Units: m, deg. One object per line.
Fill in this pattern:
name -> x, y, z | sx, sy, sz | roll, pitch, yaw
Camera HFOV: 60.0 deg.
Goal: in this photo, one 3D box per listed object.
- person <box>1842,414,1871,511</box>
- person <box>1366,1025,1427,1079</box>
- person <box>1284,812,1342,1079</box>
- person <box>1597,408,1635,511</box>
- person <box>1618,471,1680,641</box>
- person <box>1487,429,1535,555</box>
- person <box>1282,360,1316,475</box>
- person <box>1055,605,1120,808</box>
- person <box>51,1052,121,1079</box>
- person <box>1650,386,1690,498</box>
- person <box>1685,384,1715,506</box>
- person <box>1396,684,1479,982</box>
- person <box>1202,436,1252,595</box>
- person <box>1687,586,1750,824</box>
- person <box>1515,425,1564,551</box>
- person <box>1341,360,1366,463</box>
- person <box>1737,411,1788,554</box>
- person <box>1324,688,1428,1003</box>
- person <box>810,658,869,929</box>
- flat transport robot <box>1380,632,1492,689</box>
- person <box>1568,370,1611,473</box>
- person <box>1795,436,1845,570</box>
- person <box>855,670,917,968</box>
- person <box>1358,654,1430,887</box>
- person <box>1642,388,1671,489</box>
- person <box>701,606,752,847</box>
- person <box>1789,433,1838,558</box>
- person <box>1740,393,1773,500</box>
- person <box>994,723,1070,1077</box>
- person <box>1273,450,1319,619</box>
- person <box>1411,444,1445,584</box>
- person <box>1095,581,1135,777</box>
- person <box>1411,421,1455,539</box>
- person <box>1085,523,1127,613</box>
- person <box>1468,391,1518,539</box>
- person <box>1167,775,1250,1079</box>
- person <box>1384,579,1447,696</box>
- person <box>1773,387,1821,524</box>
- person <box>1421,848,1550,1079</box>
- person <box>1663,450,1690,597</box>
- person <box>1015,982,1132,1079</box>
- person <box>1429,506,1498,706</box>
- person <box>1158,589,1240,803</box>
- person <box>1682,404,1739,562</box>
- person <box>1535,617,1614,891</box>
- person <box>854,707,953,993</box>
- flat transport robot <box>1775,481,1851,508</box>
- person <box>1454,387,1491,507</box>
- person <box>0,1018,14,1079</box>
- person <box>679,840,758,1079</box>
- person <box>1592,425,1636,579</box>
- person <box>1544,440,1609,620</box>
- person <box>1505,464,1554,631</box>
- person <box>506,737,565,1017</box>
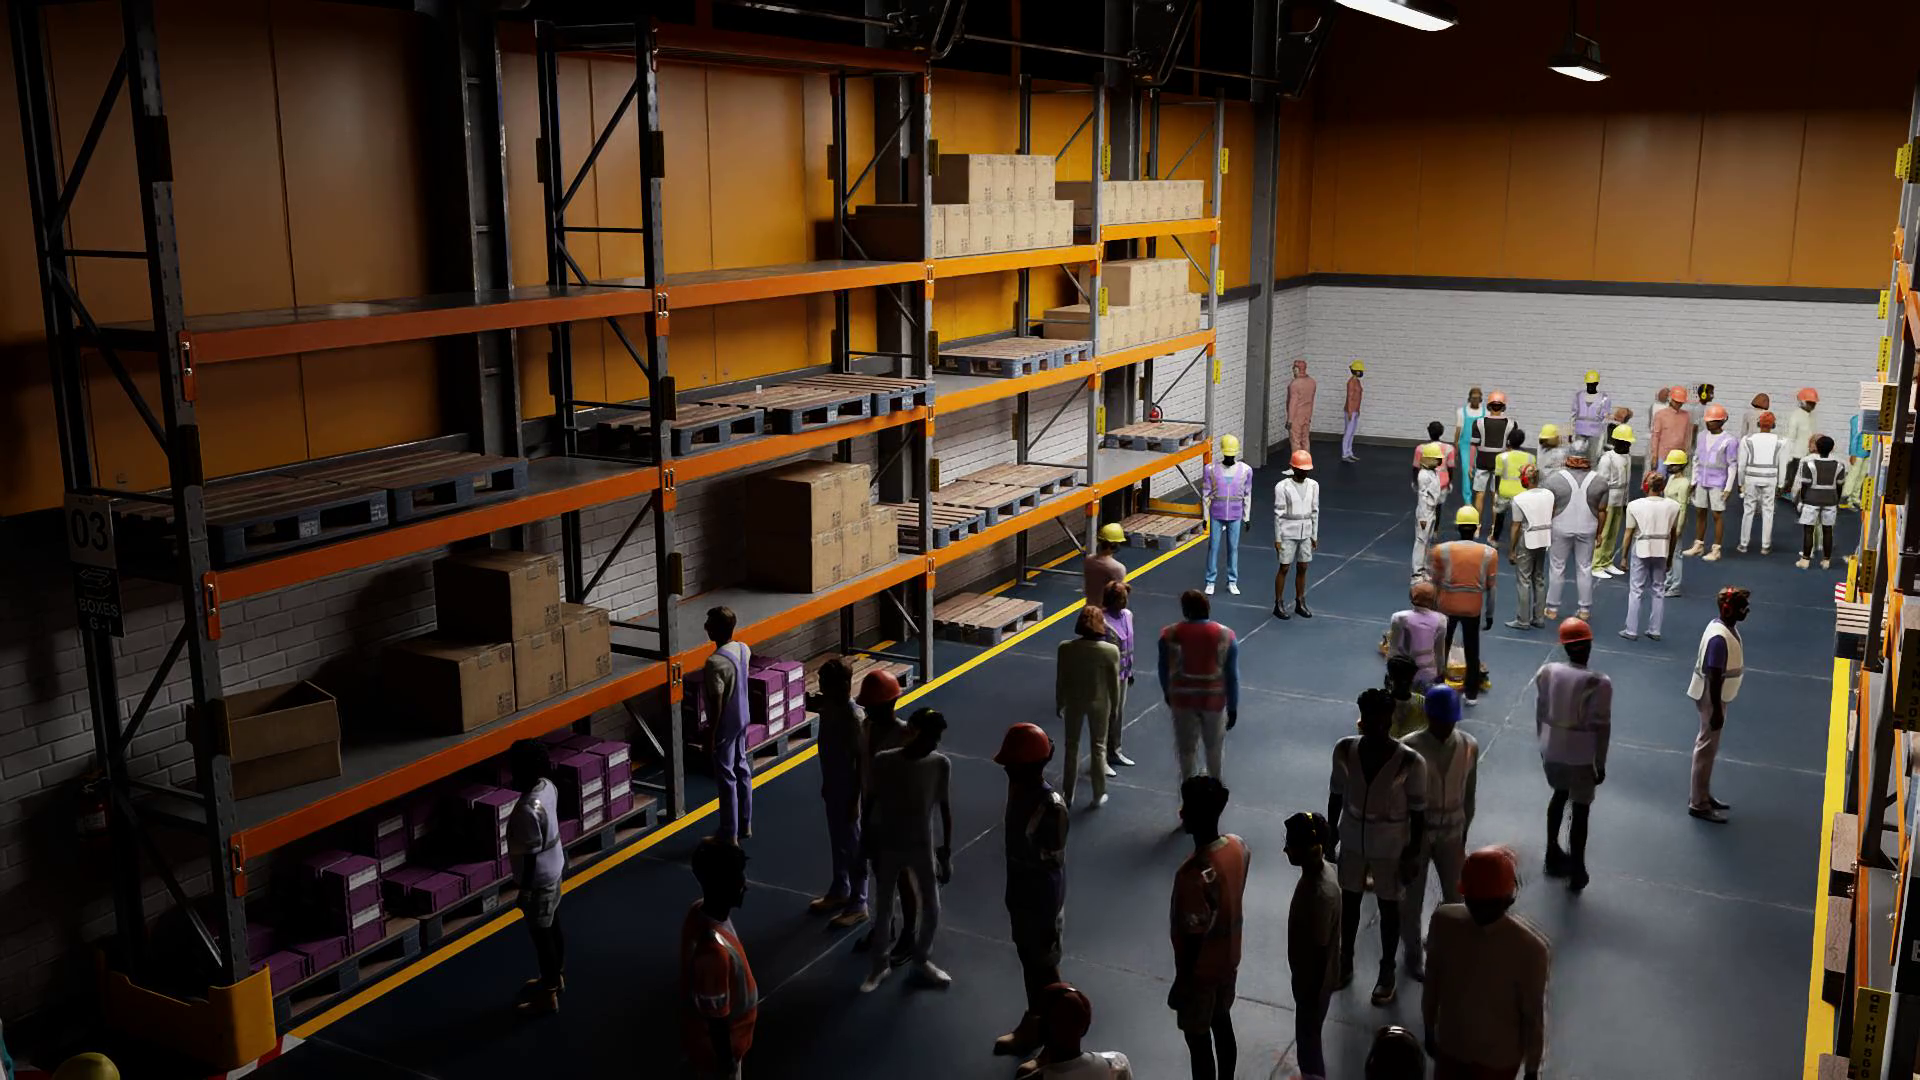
person -> 13.359, -1.304, 24.596 | 0.569, 1.749, 0.342 | -8, 15, -33
person -> 1.639, 2.728, 6.361 | 0.504, 1.839, 0.342 | 0, 13, 1
person -> 1.756, 2.254, 8.435 | 0.333, 1.860, 0.510 | 1, 13, 6
person -> 9.490, -1.142, 24.240 | 0.814, 1.597, 0.569 | -10, 16, -38
person -> 7.356, 0.185, 17.746 | 0.562, 1.836, 0.387 | 0, 13, -1
person -> 7.233, -0.628, 21.785 | 0.541, 1.647, 0.838 | 1, 13, 4
person -> 5.577, -2.020, 27.461 | 0.652, 1.904, 0.404 | -12, 17, -44
person -> 1.006, 1.317, 13.157 | 0.507, 1.625, 0.293 | 2, 13, 7
person -> -3.221, 2.766, 6.224 | 0.403, 1.824, 0.591 | 0, 13, 0
person -> 10.082, -1.202, 23.617 | 0.611, 1.985, 0.394 | -4, 13, -17
person -> 11.131, -1.423, 24.925 | 0.571, 1.852, 0.512 | 5, 13, 20
person -> 2.910, 1.808, 10.263 | 0.615, 1.926, 0.451 | -2, 13, -7
person -> 3.155, -0.291, 19.693 | 0.584, 1.917, 0.386 | 0, 13, 1
person -> 5.881, 1.250, 12.949 | 0.396, 1.847, 0.564 | 7, 14, 28
person -> 7.639, -0.671, 21.839 | 0.717, 1.704, 0.503 | -6, 14, -25
person -> 6.801, -2.219, 28.687 | 0.340, 1.760, 0.526 | 7, 14, 27
person -> 10.512, -0.751, 21.829 | 0.576, 1.882, 0.355 | 5, 14, 23
person -> 2.499, 1.831, 10.081 | 0.613, 1.963, 0.362 | 9, 15, 34
person -> -0.792, 1.668, 11.097 | 0.346, 1.840, 0.505 | -7, 14, -28
flat transport robot -> 4.763, 1.204, 16.714 | 0.652, 0.197, 1.431 | -1, 13, -4
person -> 9.781, -1.682, 25.896 | 0.587, 1.928, 0.362 | 8, 15, 32
person -> 10.837, -0.467, 20.969 | 0.540, 1.698, 0.317 | 1, 13, 4
person -> -0.479, 1.746, 10.550 | 0.379, 1.928, 0.547 | -10, 16, -37
person -> 3.058, 1.610, 11.678 | 0.540, 1.694, 0.325 | 2, 13, 8
person -> 11.118, -1.598, 26.266 | 0.886, 1.588, 0.519 | -10, 16, -39
person -> -1.741, 1.385, 12.348 | 0.345, 1.846, 0.506 | 5, 13, 21
person -> 11.123, -0.583, 21.669 | 0.503, 1.616, 0.410 | -1, 13, -5
person -> 12.186, -1.432, 25.441 | 0.278, 1.633, 0.498 | -7, 14, -29
person -> 0.383, 1.985, 9.253 | 0.417, 2.034, 0.604 | -5, 14, -21
person -> 3.777, -0.061, 18.641 | 0.546, 1.928, 0.387 | -4, 13, -18
person -> 5.673, -0.301, 20.126 | 0.295, 1.743, 0.493 | 7, 14, 29
person -> 1.280, 1.139, 13.912 | 0.307, 1.641, 0.513 | 9, 15, 35
person -> 6.357, -0.781, 22.450 | 0.546, 1.661, 0.813 | 1, 13, 5
person -> 1.376, 0.704, 15.600 | 0.361, 1.756, 0.542 | -10, 16, -38
person -> 7.250, -1.015, 22.684 | 0.611, 2.032, 0.411 | 3, 13, 13
person -> 1.263, 2.160, 8.607 | 0.362, 1.963, 0.613 | 9, 15, 34
person -> 3.824, 1.138, 13.961 | 0.533, 1.625, 0.416 | -1, 13, -7
person -> 11.949, -1.221, 23.744 | 0.622, 1.970, 0.809 | -10, 16, -37
person -> 2.488, 2.330, 7.826 | 0.793, 1.976, 0.626 | -11, 17, -41
person -> 8.415, -0.197, 19.639 | 0.333, 1.760, 0.526 | 1, 13, 7
person -> 0.411, 2.643, 6.630 | 0.574, 1.885, 0.355 | -7, 15, -30
person -> 4.701, 0.629, 15.589 | 0.603, 1.918, 0.421 | 1, 13, 5
person -> 1.855, 1.265, 13.033 | 0.629, 1.791, 0.933 | 0, 13, 2
person -> 9.652, -0.735, 21.401 | 0.394, 2.039, 0.614 | -6, 14, -26
person -> 4.317, 1.494, 11.767 | 0.465, 1.898, 0.553 | -11, 17, -41
person -> -0.344, 1.890, 10.129 | 0.593, 1.839, 0.352 | -1, 13, -4
flat transport robot -> 12.862, -0.711, 25.285 | 0.652, 0.197, 1.431 | 0, 13, 0
person -> 7.623, -1.386, 24.807 | 0.510, 1.827, 0.698 | 1, 13, 6
person -> -4.215, 2.590, 6.999 | 0.429, 1.831, 0.635 | 3, 13, 14
person -> -1.122, 2.339, 7.803 | 0.361, 1.964, 0.615 | -3, 13, -14
person -> 8.089, -0.478, 20.539 | 0.584, 1.918, 0.399 | -10, 16, -39
person -> 6.861, -0.123, 18.657 | 0.688, 2.000, 0.536 | 2, 13, 9
person -> 6.246, 0.086, 18.222 | 0.561, 1.827, 0.423 | -6, 14, -26
person -> -2.534, 1.998, 9.941 | 0.318, 1.697, 0.535 | -1, 13, -2
